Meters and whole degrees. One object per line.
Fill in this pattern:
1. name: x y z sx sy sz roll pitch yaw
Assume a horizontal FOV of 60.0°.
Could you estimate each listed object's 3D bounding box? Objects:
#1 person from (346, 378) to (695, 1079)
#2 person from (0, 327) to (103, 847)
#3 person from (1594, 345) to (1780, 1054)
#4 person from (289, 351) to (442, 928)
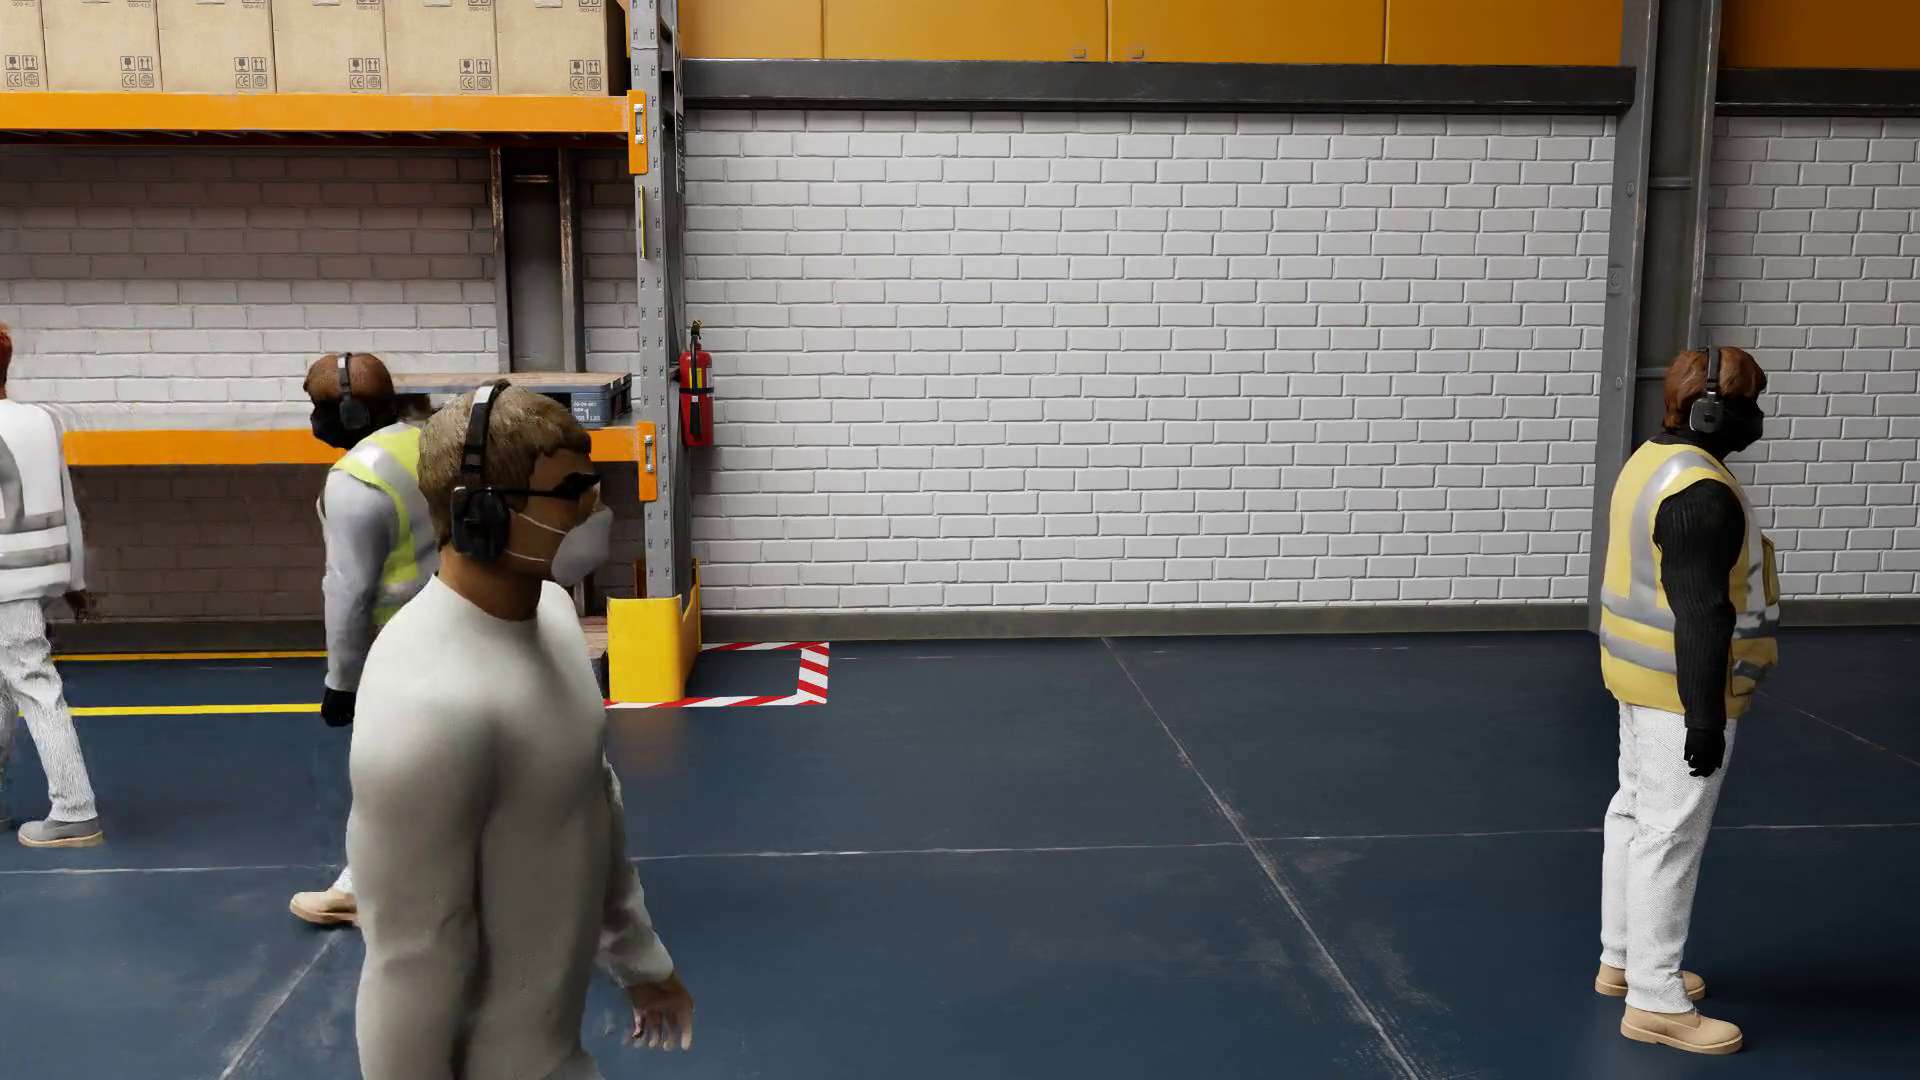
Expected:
1. person: -0.667 0.713 2.369 1.001 1.896 0.634 -1 9 -6
2. person: -3.450 0.177 5.818 0.853 1.852 0.612 0 9 3
3. person: 1.930 0.407 4.428 0.429 1.841 0.634 2 9 10
4. person: -1.684 0.345 4.941 0.884 1.796 0.636 0 9 0
